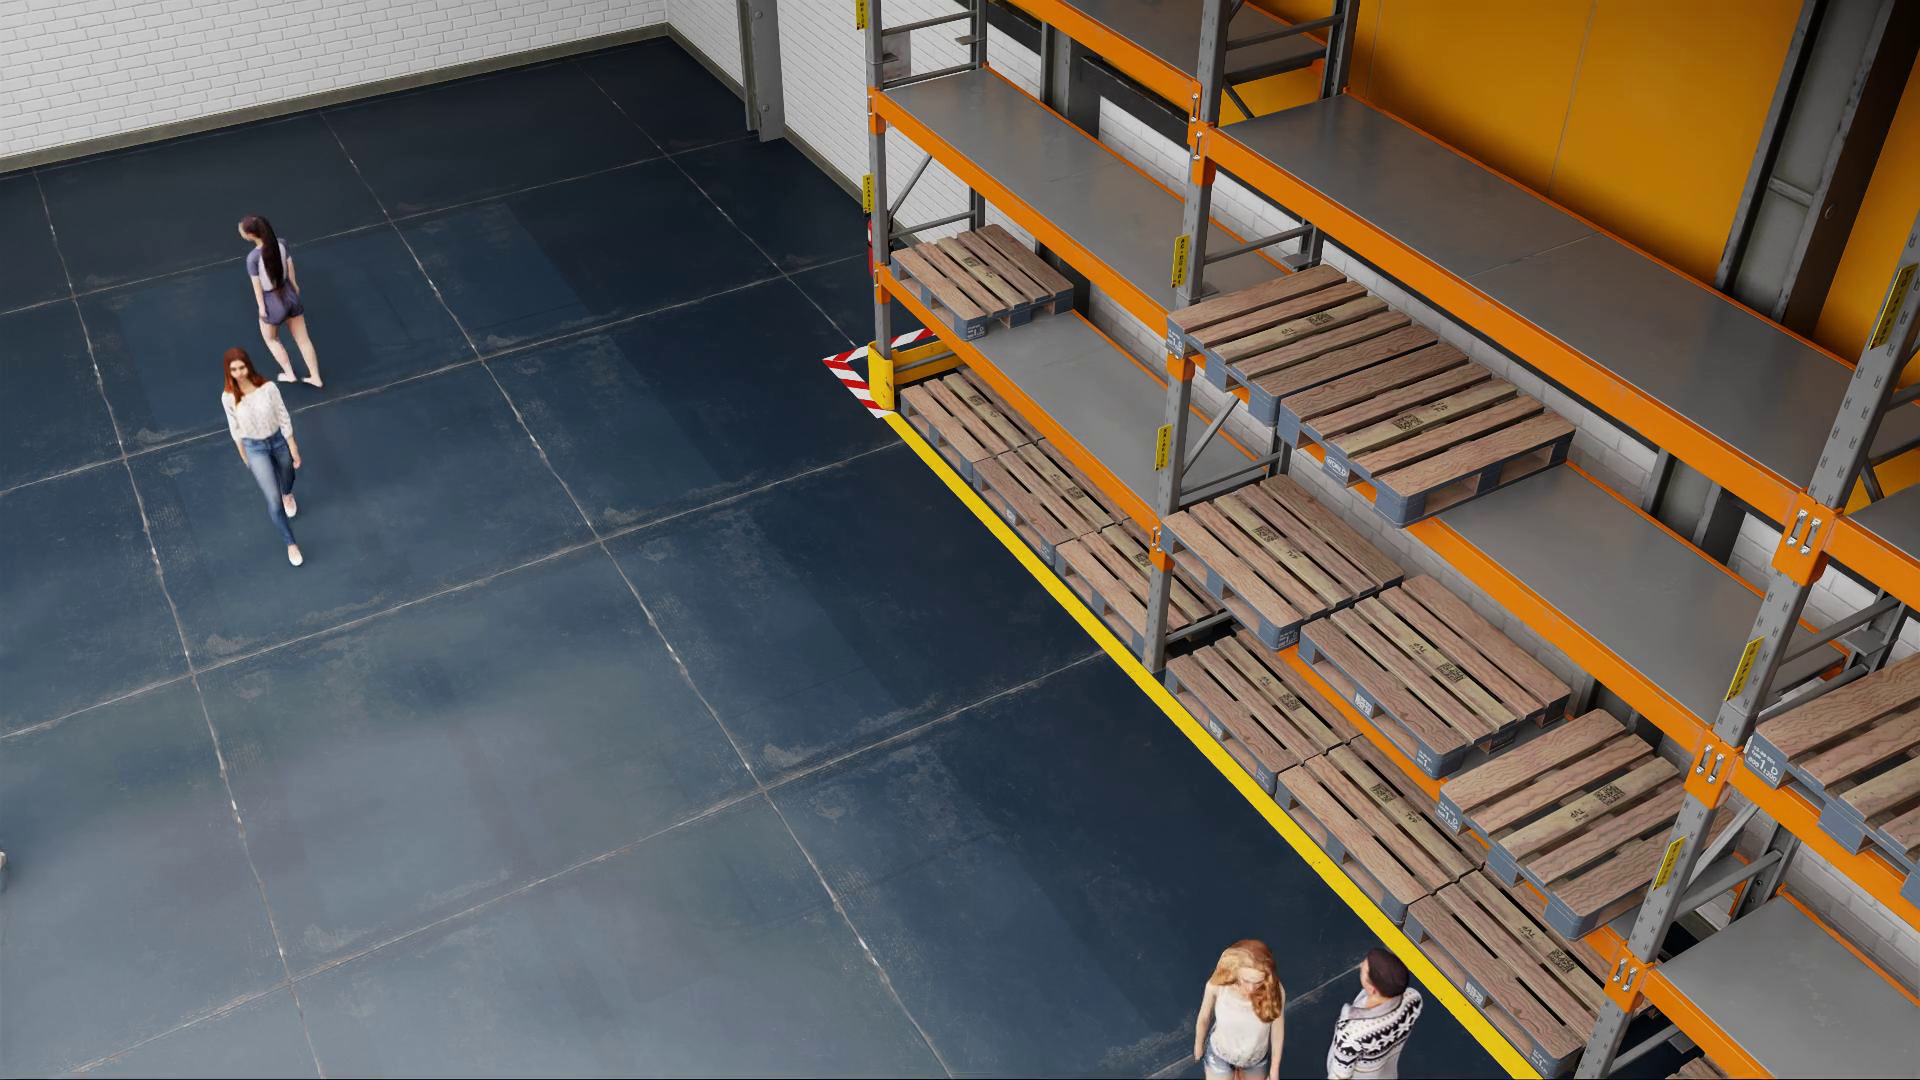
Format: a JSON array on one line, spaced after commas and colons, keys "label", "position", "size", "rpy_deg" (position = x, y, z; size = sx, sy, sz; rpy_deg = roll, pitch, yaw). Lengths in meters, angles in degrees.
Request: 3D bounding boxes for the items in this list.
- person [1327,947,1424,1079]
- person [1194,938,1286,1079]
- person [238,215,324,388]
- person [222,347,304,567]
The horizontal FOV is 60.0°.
[{"label": "person", "position": [1.947, 2.611, 8.066], "size": [0.702, 1.864, 0.598], "rpy_deg": [-25, 45, -28]}, {"label": "person", "position": [1.390, 2.492, 8.313], "size": [0.893, 1.742, 0.988], "rpy_deg": [6, 39, 7]}, {"label": "person", "position": [-5.652, -1.958, 13.975], "size": [0.831, 1.631, 0.785], "rpy_deg": [21, 43, 25]}, {"label": "person", "position": [-5.148, -0.719, 12.372], "size": [0.597, 1.695, 1.113], "rpy_deg": [-18, 42, -21]}]
